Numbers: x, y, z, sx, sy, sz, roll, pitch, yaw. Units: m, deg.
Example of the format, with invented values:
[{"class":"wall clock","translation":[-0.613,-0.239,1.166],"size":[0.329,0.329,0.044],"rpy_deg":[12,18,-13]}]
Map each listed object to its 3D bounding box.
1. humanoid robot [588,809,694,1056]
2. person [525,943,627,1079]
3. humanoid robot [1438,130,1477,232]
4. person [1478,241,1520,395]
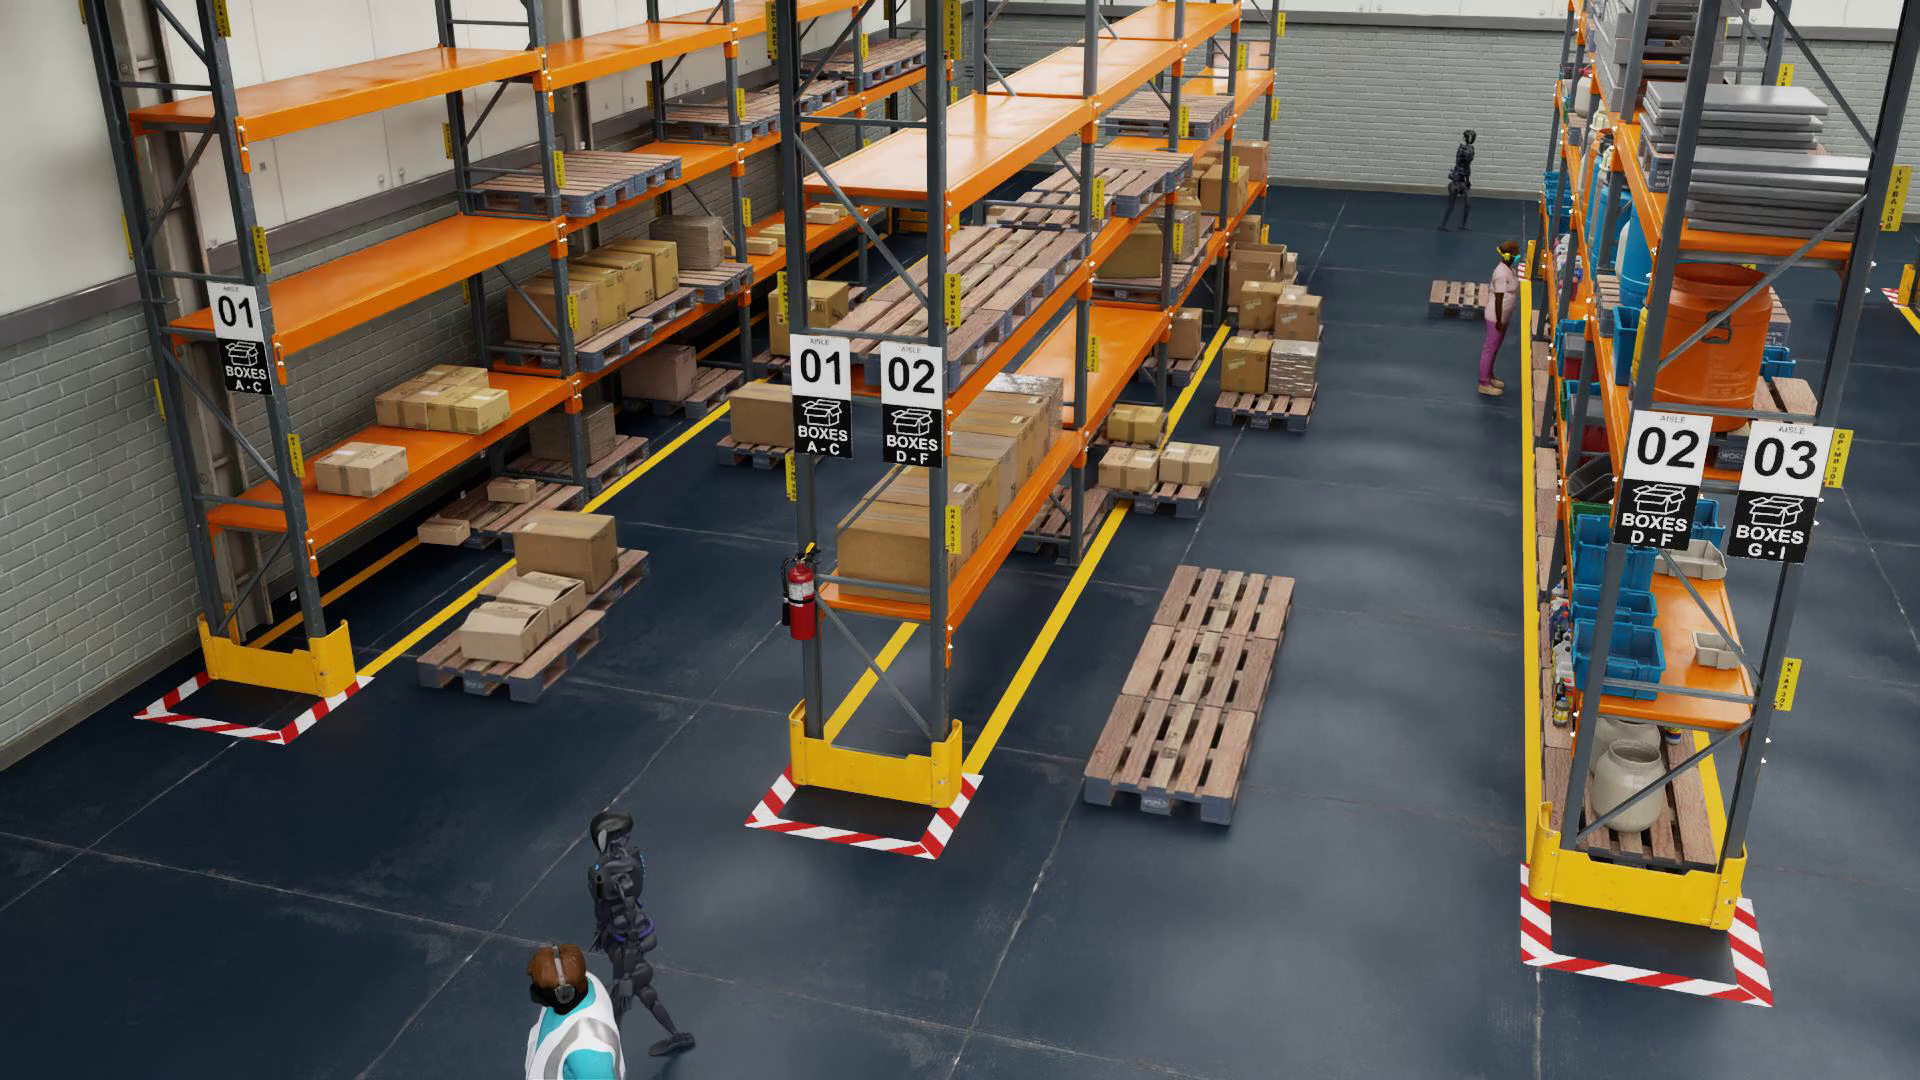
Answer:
[{"class":"humanoid robot","translation":[-1.785,2.093,8.590],"size":[0.786,1.619,0.585],"rpy_deg":[-12,26,-26]},{"class":"person","translation":[-1.670,2.540,7.300],"size":[0.429,1.839,0.632],"rpy_deg":[-8,25,-19]},{"class":"humanoid robot","translation":[8.081,-5.792,26.838],"size":[0.549,1.633,0.608],"rpy_deg":[18,29,36]},{"class":"person","translation":[6.239,-2.577,19.229],"size":[0.333,1.795,0.522],"rpy_deg":[11,25,23]}]
